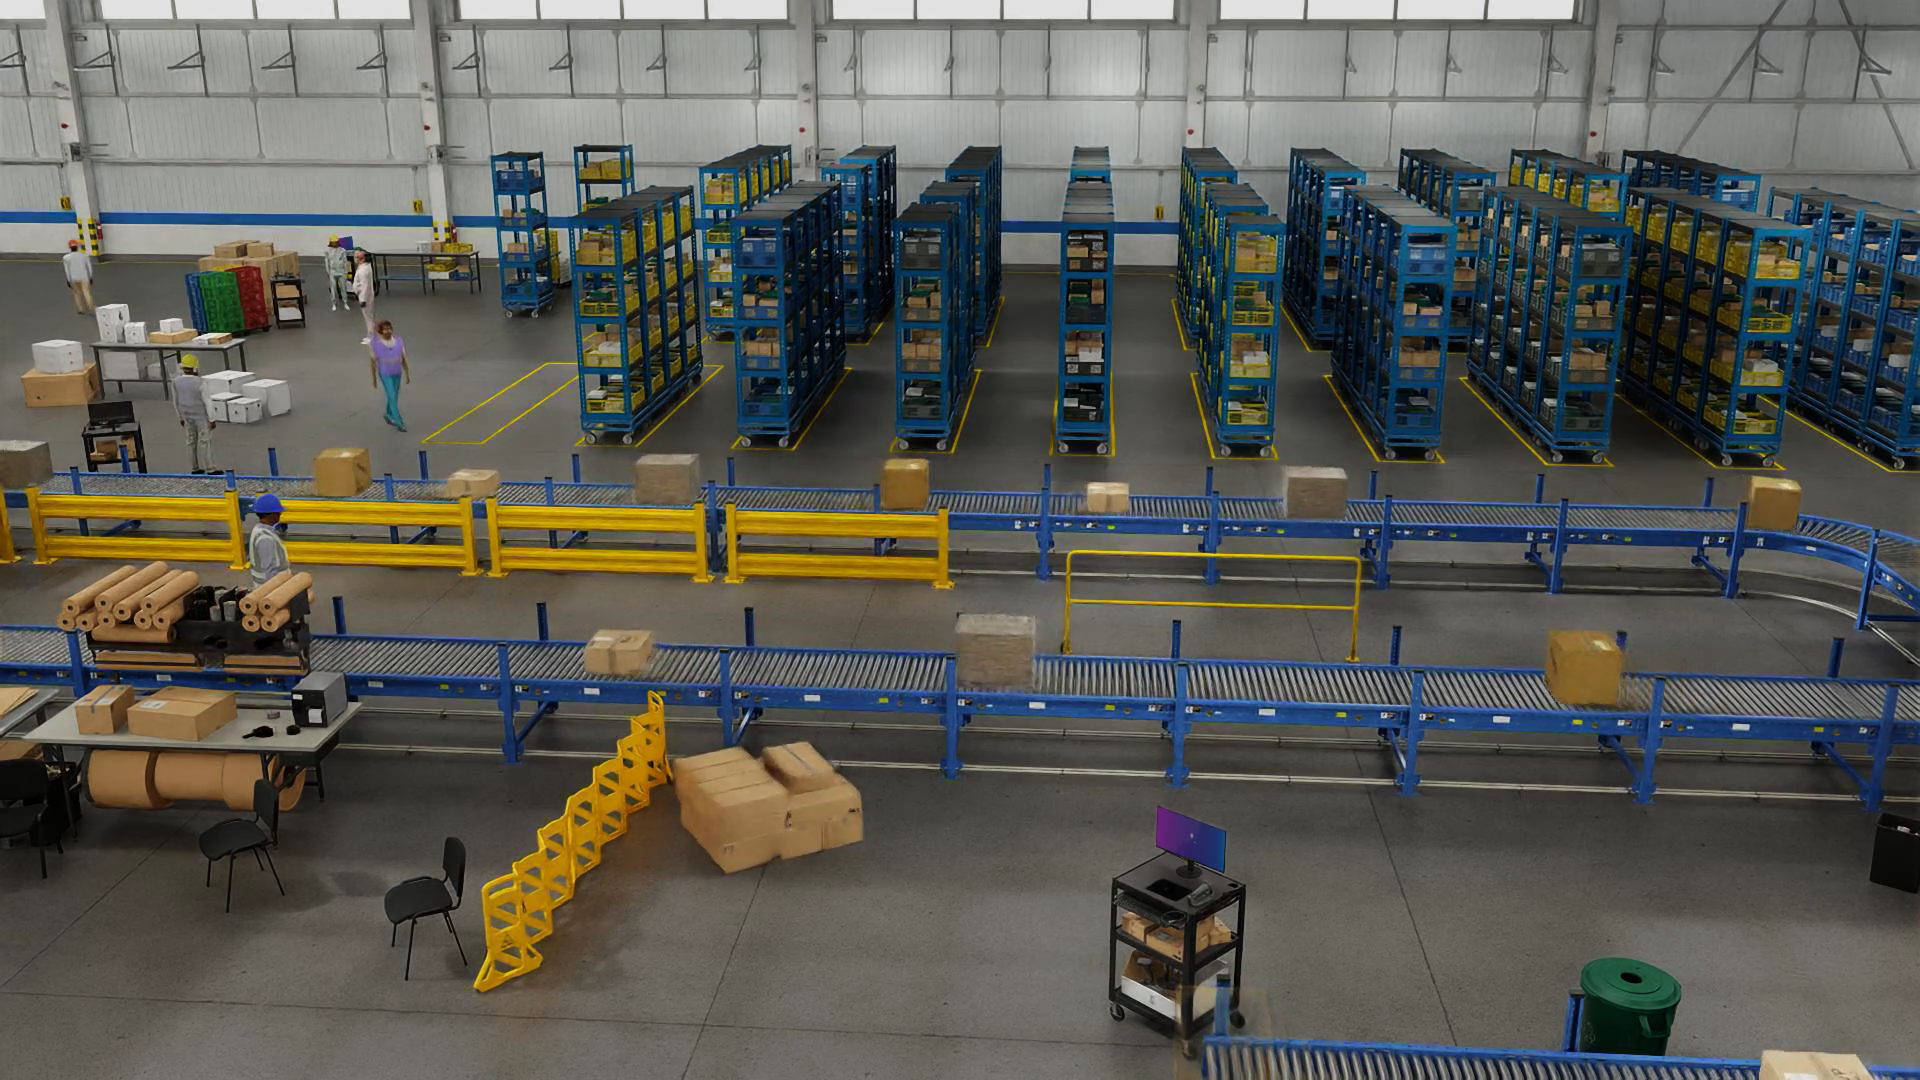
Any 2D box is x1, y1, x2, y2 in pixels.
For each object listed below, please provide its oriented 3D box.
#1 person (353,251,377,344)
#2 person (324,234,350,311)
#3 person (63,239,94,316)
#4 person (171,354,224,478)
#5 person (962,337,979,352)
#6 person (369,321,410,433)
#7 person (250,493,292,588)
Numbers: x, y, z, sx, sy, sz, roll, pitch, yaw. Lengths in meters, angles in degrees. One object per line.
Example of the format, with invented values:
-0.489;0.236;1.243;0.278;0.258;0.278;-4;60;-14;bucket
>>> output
-12.294;-5.005;34.331;0.405;1.903;0.636;-3;18;-10;person
-14.313;-6.152;38.227;0.485;1.744;0.294;-8;19;-25;person
-19.858;-5.921;37.513;0.576;1.732;0.723;-13;22;-36;person
-11.141;-1.806;24.293;0.601;1.828;0.404;4;18;12;person
-0.147;-4.634;33.407;1.035;1.766;0.606;12;21;32;person
-9.327;-2.707;27.194;0.579;1.810;0.912;-16;24;-41;person
-6.958;0.468;16.887;0.406;1.945;0.613;-8;19;-24;person
